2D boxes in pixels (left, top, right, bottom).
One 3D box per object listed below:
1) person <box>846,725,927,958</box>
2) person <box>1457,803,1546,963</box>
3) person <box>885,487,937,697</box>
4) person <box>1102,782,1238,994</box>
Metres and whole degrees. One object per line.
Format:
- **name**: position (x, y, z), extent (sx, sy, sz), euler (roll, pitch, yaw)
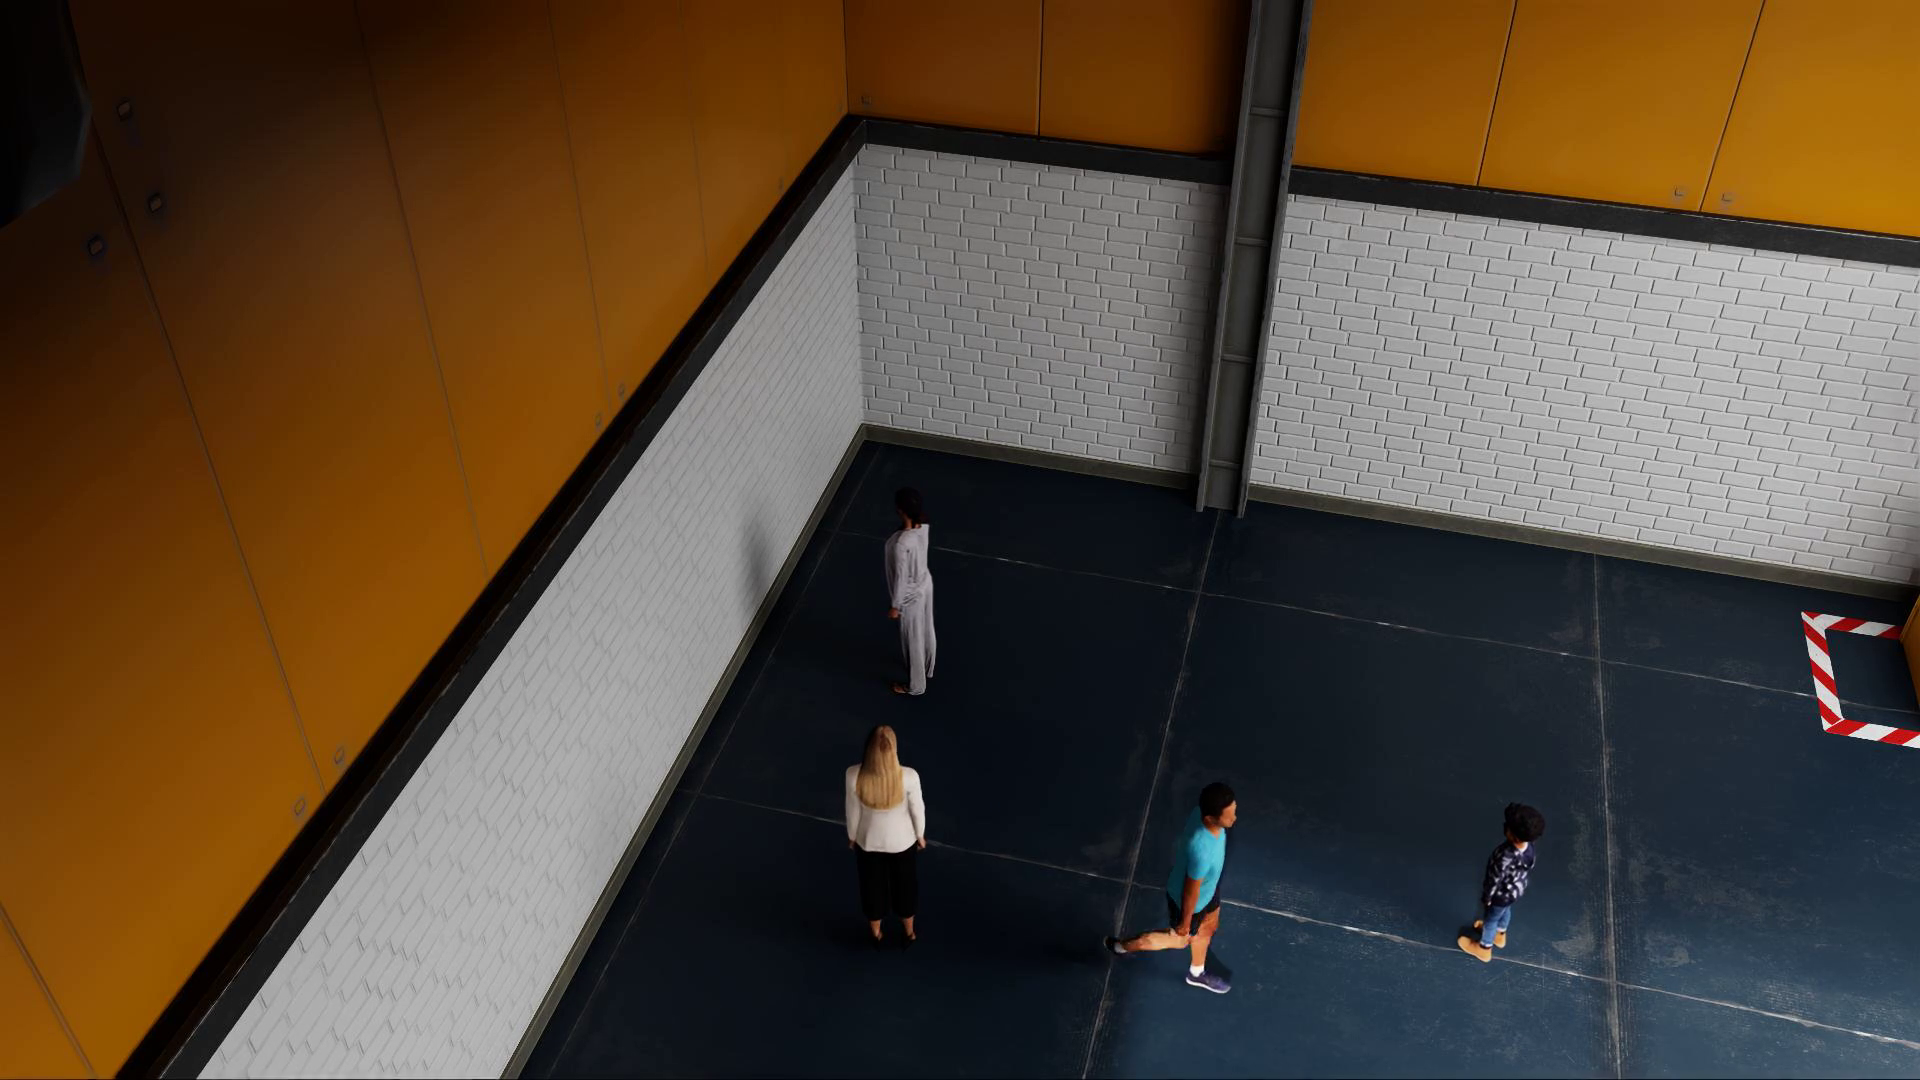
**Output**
- **person**: position (-0.435, 1.784, 9.814), extent (0.547, 1.857, 0.723), euler (0, 39, 0)
- **person**: position (3.268, 2.048, 9.970), extent (0.608, 1.250, 0.574), euler (32, 48, 33)
- **person**: position (-0.331, 0.357, 11.667), extent (0.575, 1.773, 0.620), euler (16, 41, 19)
- **person**: position (1.257, 2.012, 9.619), extent (1.026, 1.744, 0.712), euler (10, 40, 12)
